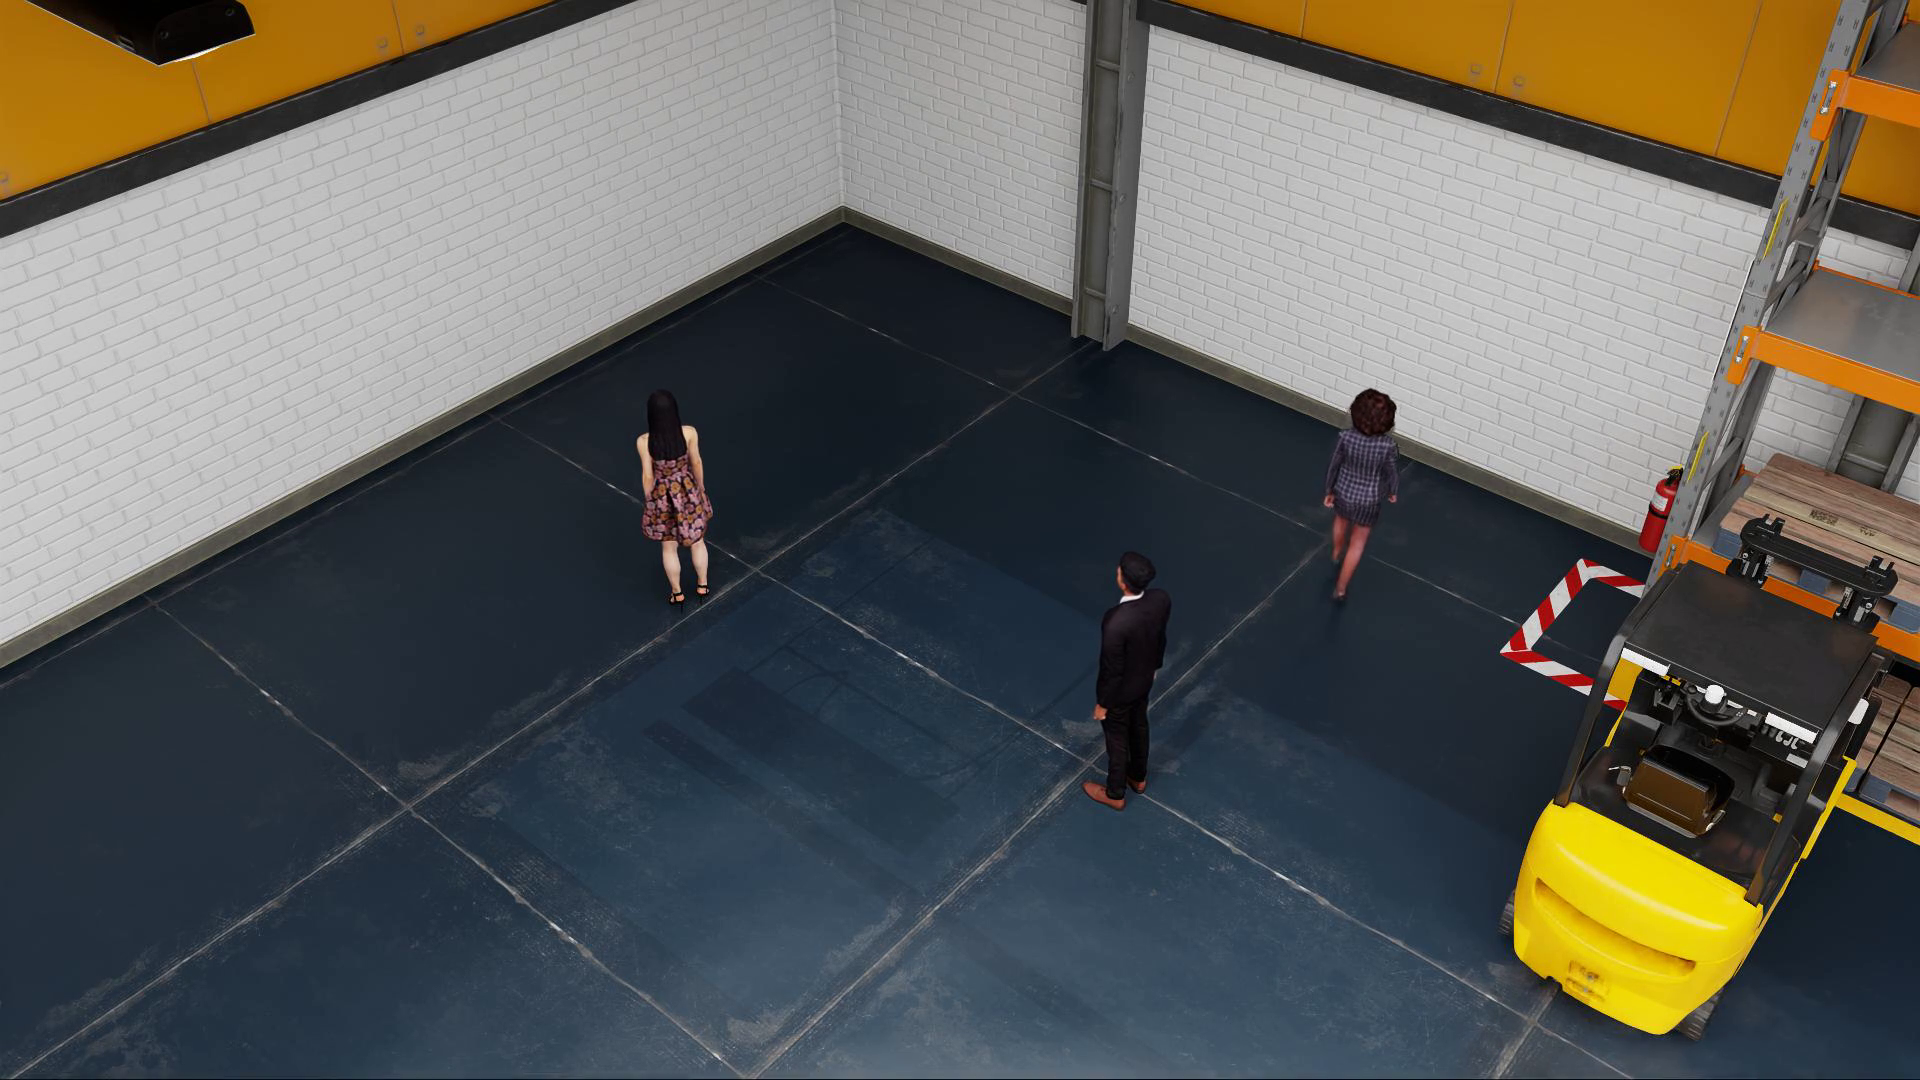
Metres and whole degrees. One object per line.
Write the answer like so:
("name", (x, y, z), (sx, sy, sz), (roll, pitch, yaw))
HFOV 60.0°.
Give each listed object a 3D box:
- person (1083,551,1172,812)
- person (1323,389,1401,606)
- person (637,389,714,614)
("person", (0.984, 0.871, 9.801), (0.551, 1.786, 0.713), (31, 48, 33))
("person", (2.683, -0.233, 11.265), (0.791, 1.683, 0.767), (19, 42, 22))
("person", (-1.925, -0.268, 11.237), (0.784, 1.774, 0.816), (-15, 41, -18))
